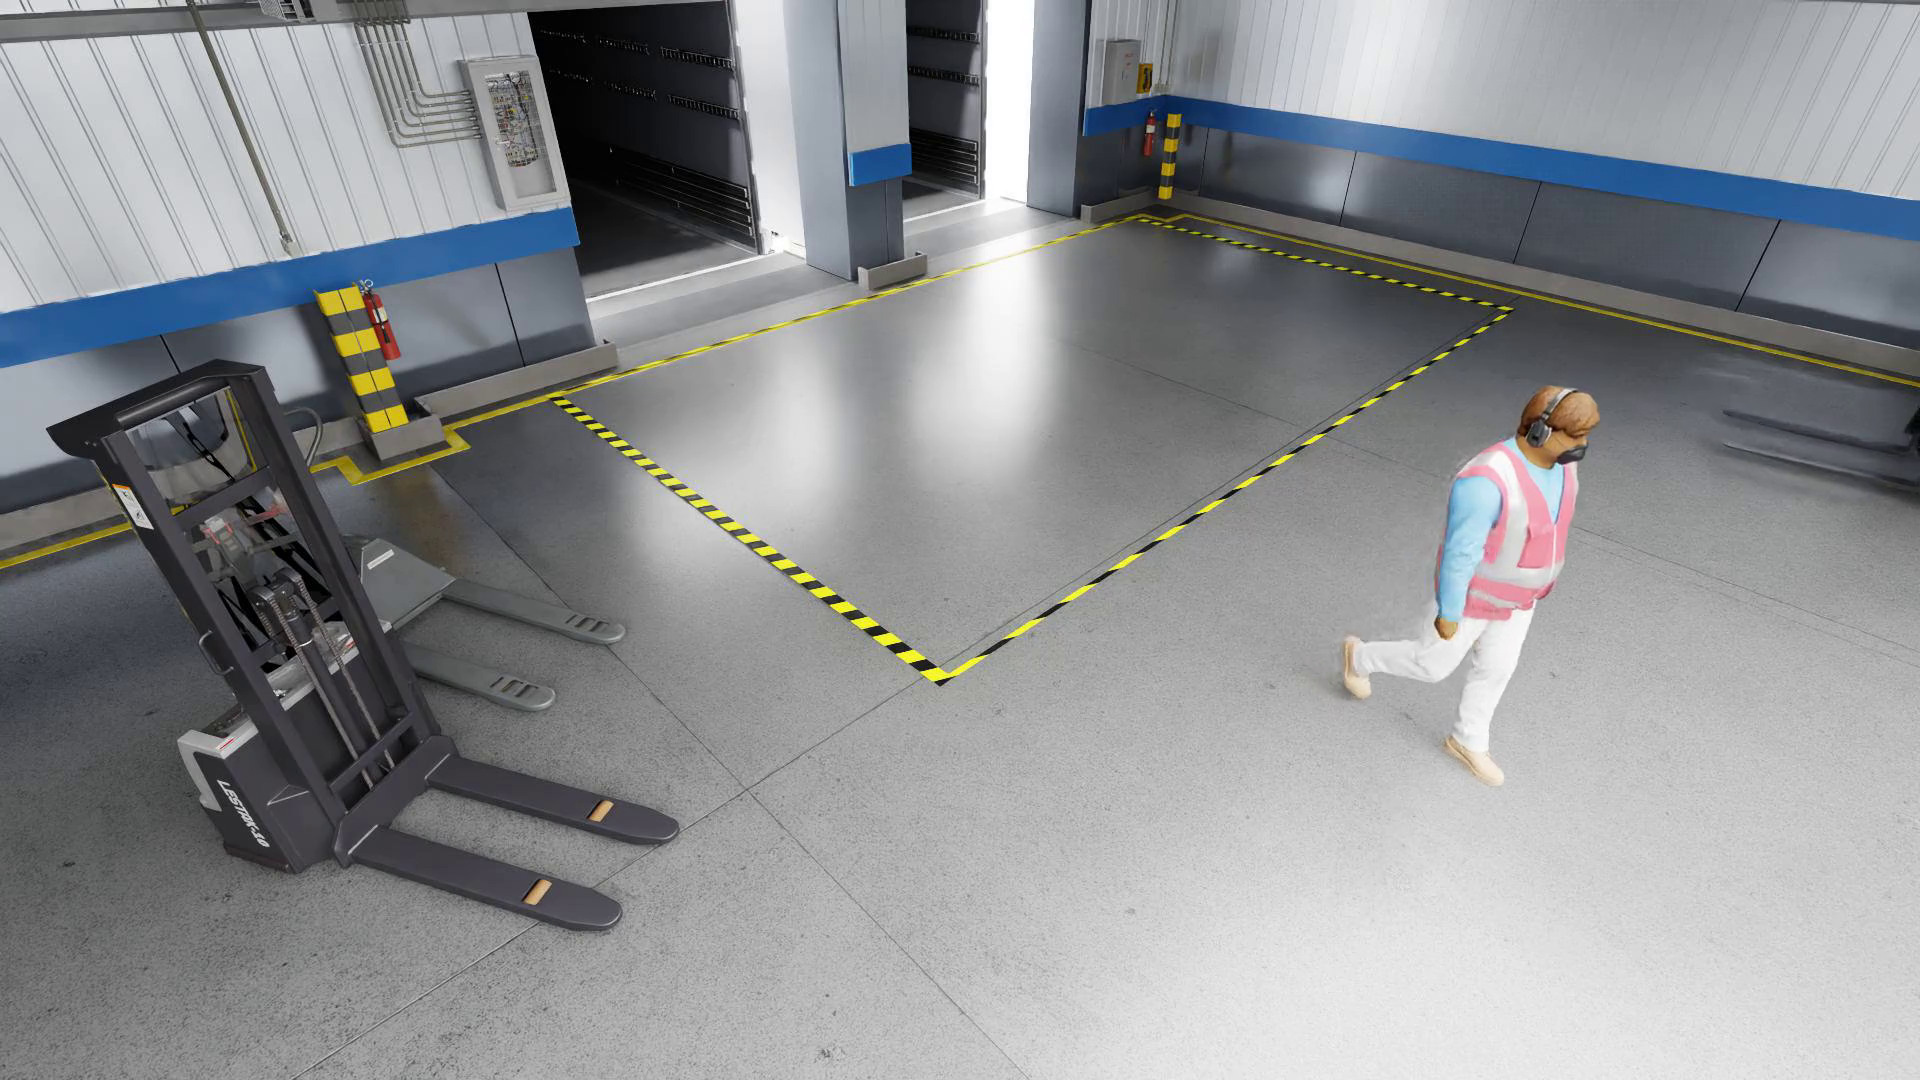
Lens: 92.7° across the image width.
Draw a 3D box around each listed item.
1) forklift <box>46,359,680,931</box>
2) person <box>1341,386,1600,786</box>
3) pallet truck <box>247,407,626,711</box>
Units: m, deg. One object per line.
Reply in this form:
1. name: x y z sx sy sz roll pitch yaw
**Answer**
1. forklift: -2.135 0.422 3.354 1.885 1.965 0.823 10 35 14
2. person: 2.170 0.173 3.888 0.617 1.816 0.846 -15 37 -21
3. pallet truck: -2.628 0.038 4.590 1.601 1.201 0.680 12 36 18
